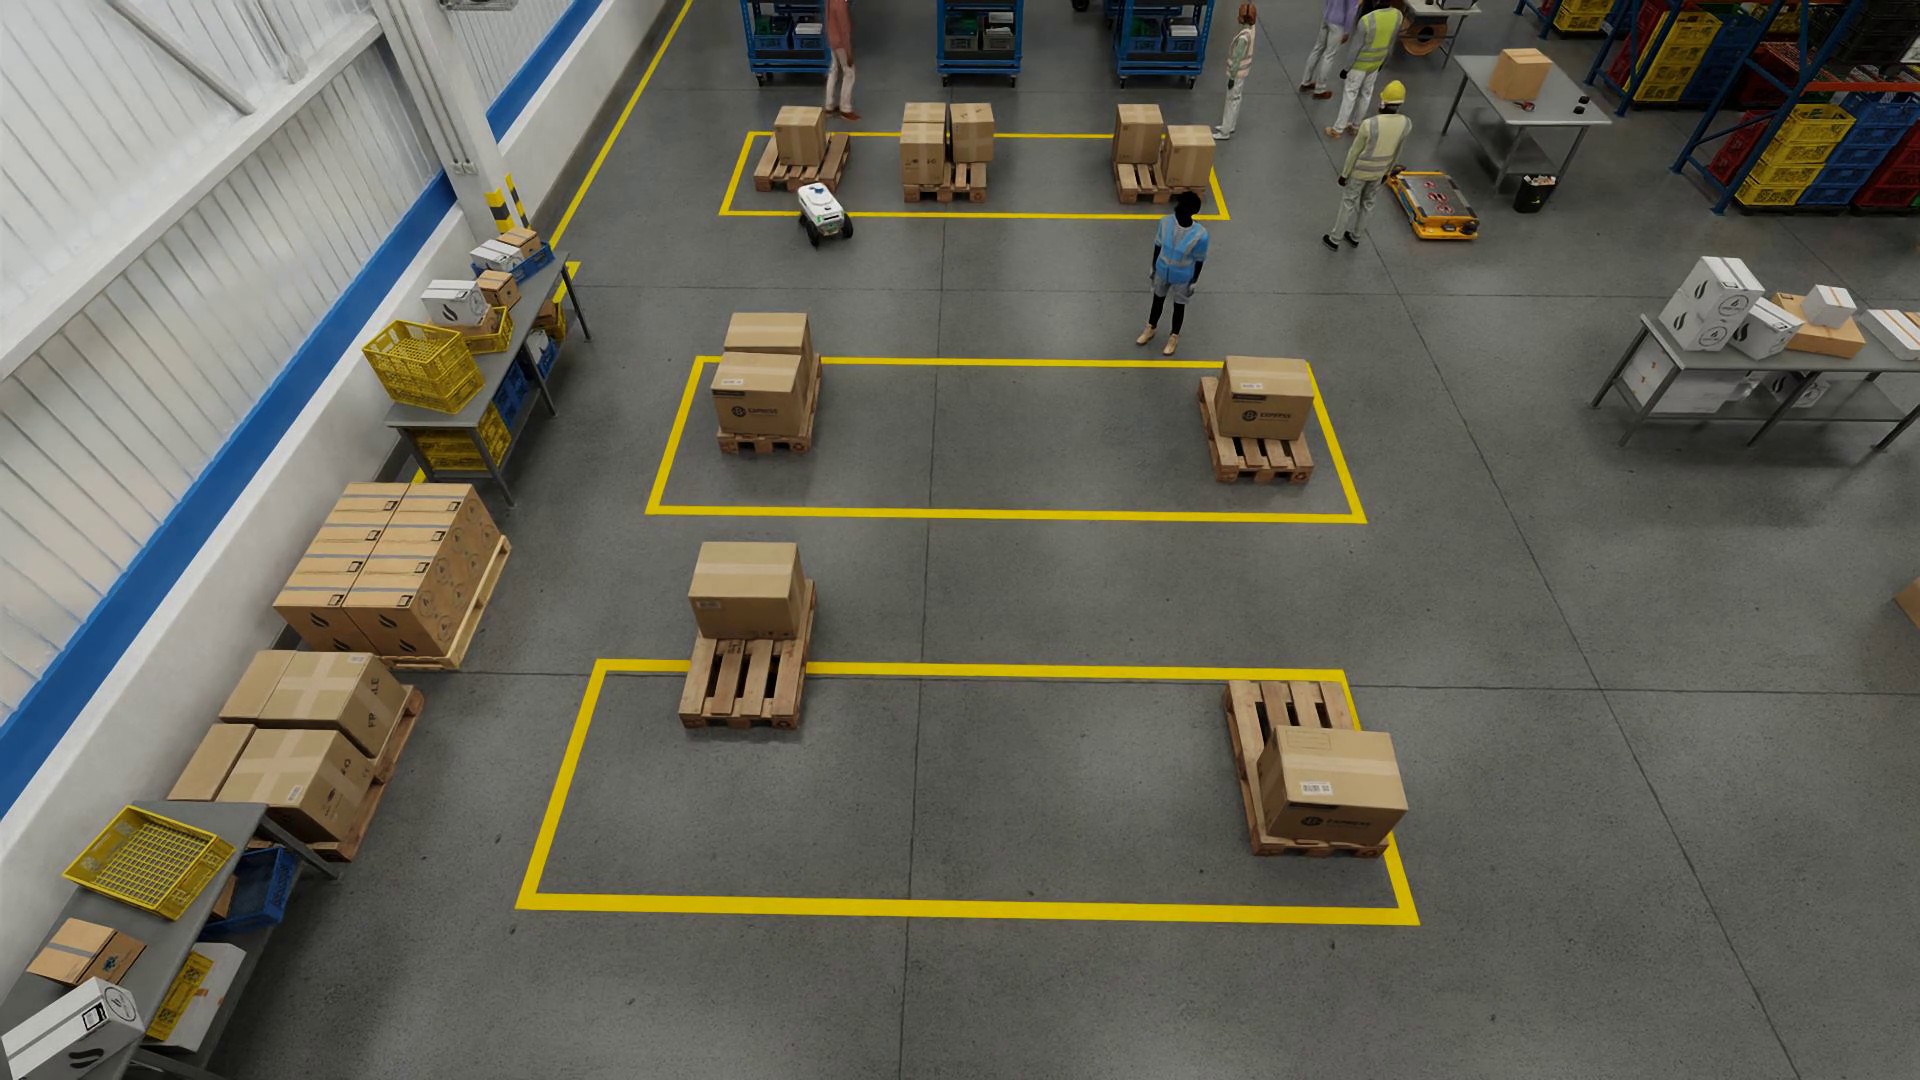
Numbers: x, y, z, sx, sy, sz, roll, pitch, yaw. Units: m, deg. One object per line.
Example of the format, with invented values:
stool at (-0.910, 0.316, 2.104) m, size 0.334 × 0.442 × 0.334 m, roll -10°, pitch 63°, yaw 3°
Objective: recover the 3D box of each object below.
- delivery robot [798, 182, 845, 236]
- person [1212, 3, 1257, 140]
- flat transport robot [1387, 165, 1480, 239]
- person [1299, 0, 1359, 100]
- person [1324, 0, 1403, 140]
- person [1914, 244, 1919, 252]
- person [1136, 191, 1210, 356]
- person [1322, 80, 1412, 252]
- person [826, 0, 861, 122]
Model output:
delivery robot at (-1.609, -3.873, 10.622) m, size 0.477 × 0.478 × 0.707 m, roll -20°, pitch 52°, yaw -16°
person at (3.576, -6.032, 11.843) m, size 0.313 × 1.634 × 0.514 m, roll 18°, pitch 52°, yaw 15°
flat transport robot at (5.692, -4.094, 11.059) m, size 0.652 × 0.197 × 1.431 m, roll 1°, pitch 49°, yaw 1°
person at (5.165, -7.102, 12.580) m, size 0.375 × 1.931 × 0.624 m, roll -15°, pitch 51°, yaw -13°
person at (5.186, -6.117, 11.783) m, size 0.621 × 1.838 × 0.429 m, roll -15°, pitch 51°, yaw -13°
person at (11.201, -3.899, 9.831) m, size 0.337 × 1.882 × 0.584 m, roll -9°, pitch 50°, yaw -8°
person at (2.055, -2.548, 8.782) m, size 0.533 × 1.698 × 0.322 m, roll 31°, pitch 56°, yaw 24°
person at (4.448, -4.046, 10.000) m, size 0.595 × 1.826 × 0.403 m, roll -9°, pitch 50°, yaw -7°
person at (-1.607, -6.565, 12.102) m, size 0.563 × 1.947 × 0.656 m, roll -14°, pitch 51°, yaw -12°
